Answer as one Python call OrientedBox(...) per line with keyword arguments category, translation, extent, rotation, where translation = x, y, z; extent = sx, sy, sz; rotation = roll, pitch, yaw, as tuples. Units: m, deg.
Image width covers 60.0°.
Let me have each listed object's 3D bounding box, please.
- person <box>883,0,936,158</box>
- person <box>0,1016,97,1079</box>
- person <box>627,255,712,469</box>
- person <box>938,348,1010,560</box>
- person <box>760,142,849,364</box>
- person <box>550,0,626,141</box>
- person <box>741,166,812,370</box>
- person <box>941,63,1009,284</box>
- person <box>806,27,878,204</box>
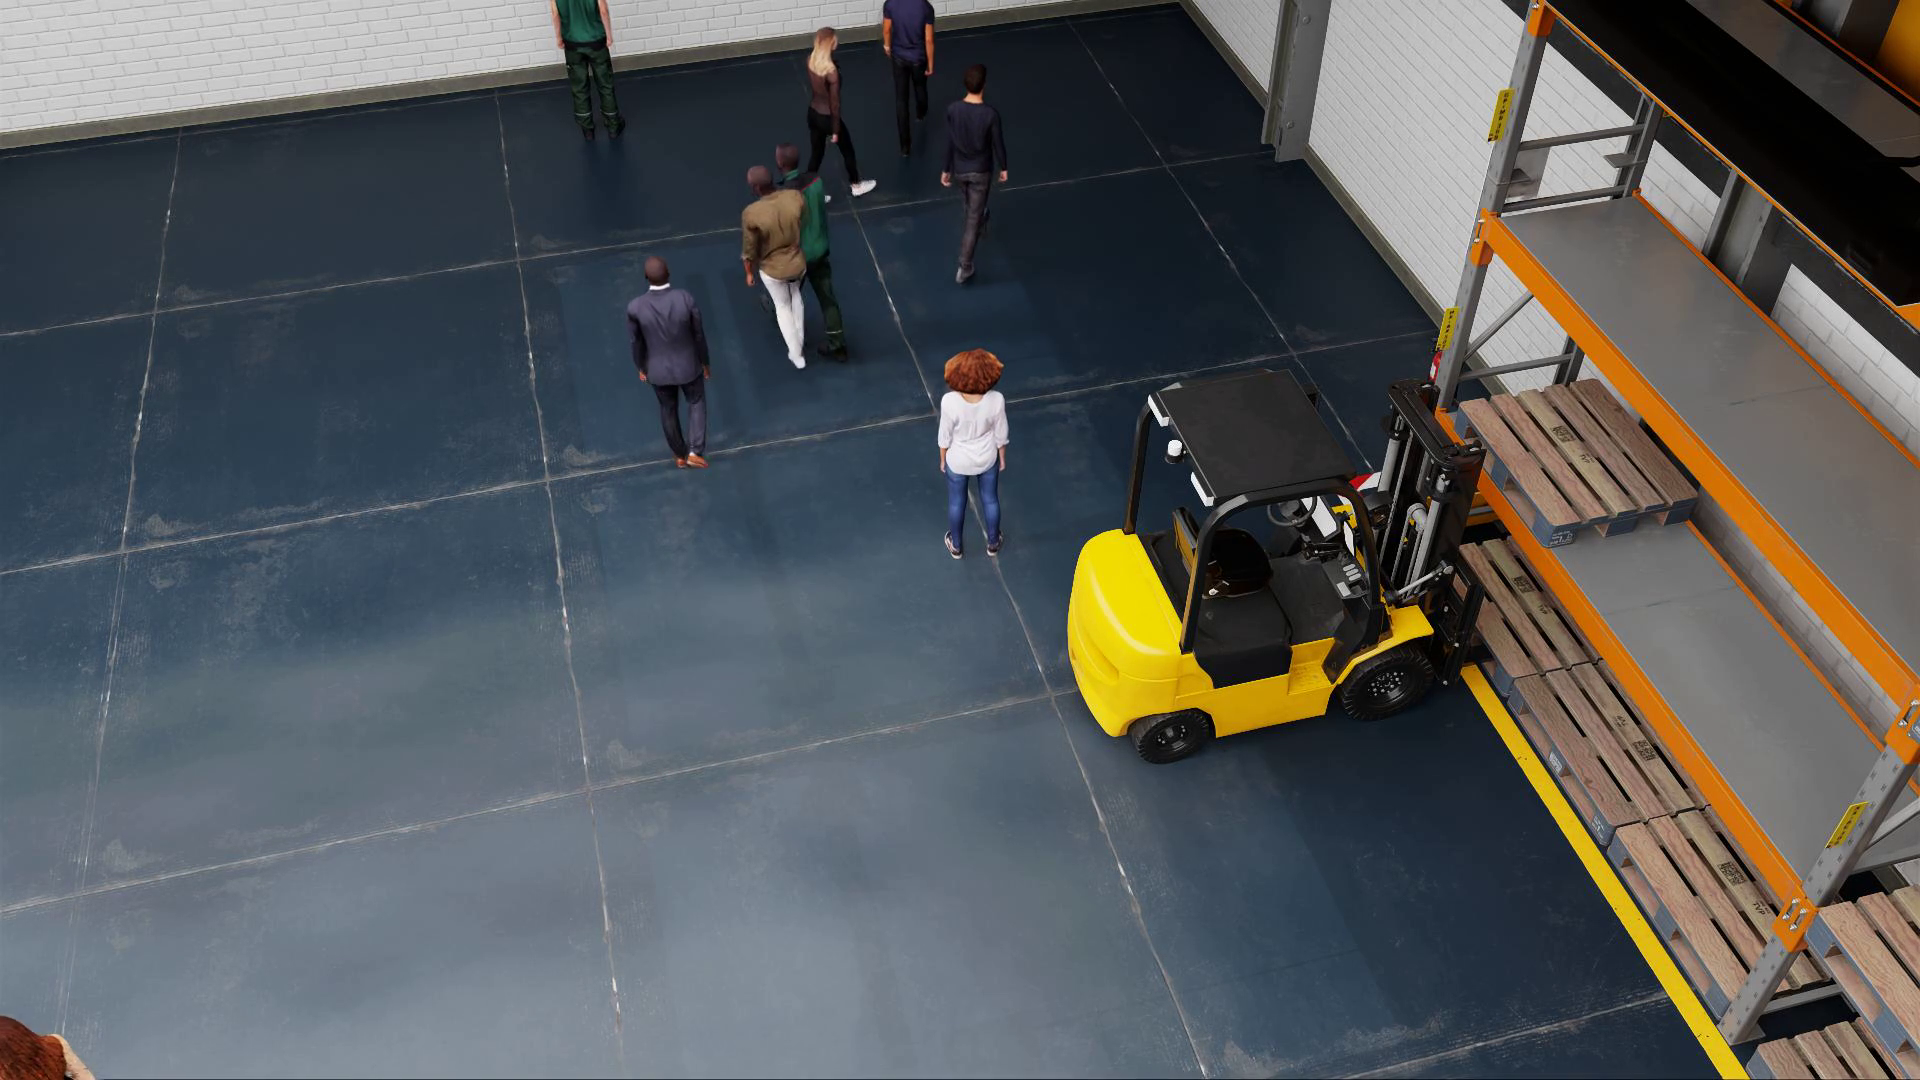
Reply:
OrientedBox(category="person", translation=(-0.485, -4.371, 15.269), extent=(0.853, 1.740, 1.176), rotation=(1, 44, 1))
OrientedBox(category="person", translation=(-4.153, 2.787, 7.779), extent=(1.049, 1.706, 0.994), rotation=(22, 48, 21))
OrientedBox(category="person", translation=(-2.041, -1.185, 11.876), extent=(0.768, 1.807, 0.812), rotation=(-3, 44, -3))
OrientedBox(category="person", translation=(0.084, -0.579, 11.308), extent=(0.690, 1.712, 0.666), rotation=(-2, 44, -2))
OrientedBox(category="person", translation=(-1.155, -2.161, 12.931), extent=(1.326, 1.764, 1.124), rotation=(25, 49, 24))
OrientedBox(category="person", translation=(-3.479, -4.627, 15.421), extent=(0.719, 1.899, 0.644), rotation=(-3, 44, -3))
OrientedBox(category="person", translation=(-1.347, -2.066, 12.806), extent=(0.860, 1.799, 0.856), rotation=(-21, 47, -20))
OrientedBox(category="person", translation=(0.079, -2.980, 13.748), extent=(1.109, 1.822, 1.289), rotation=(13, 45, 14))
OrientedBox(category="person", translation=(-1.243, -3.645, 14.551), extent=(0.931, 1.677, 0.960), rotation=(-34, 53, -30))
